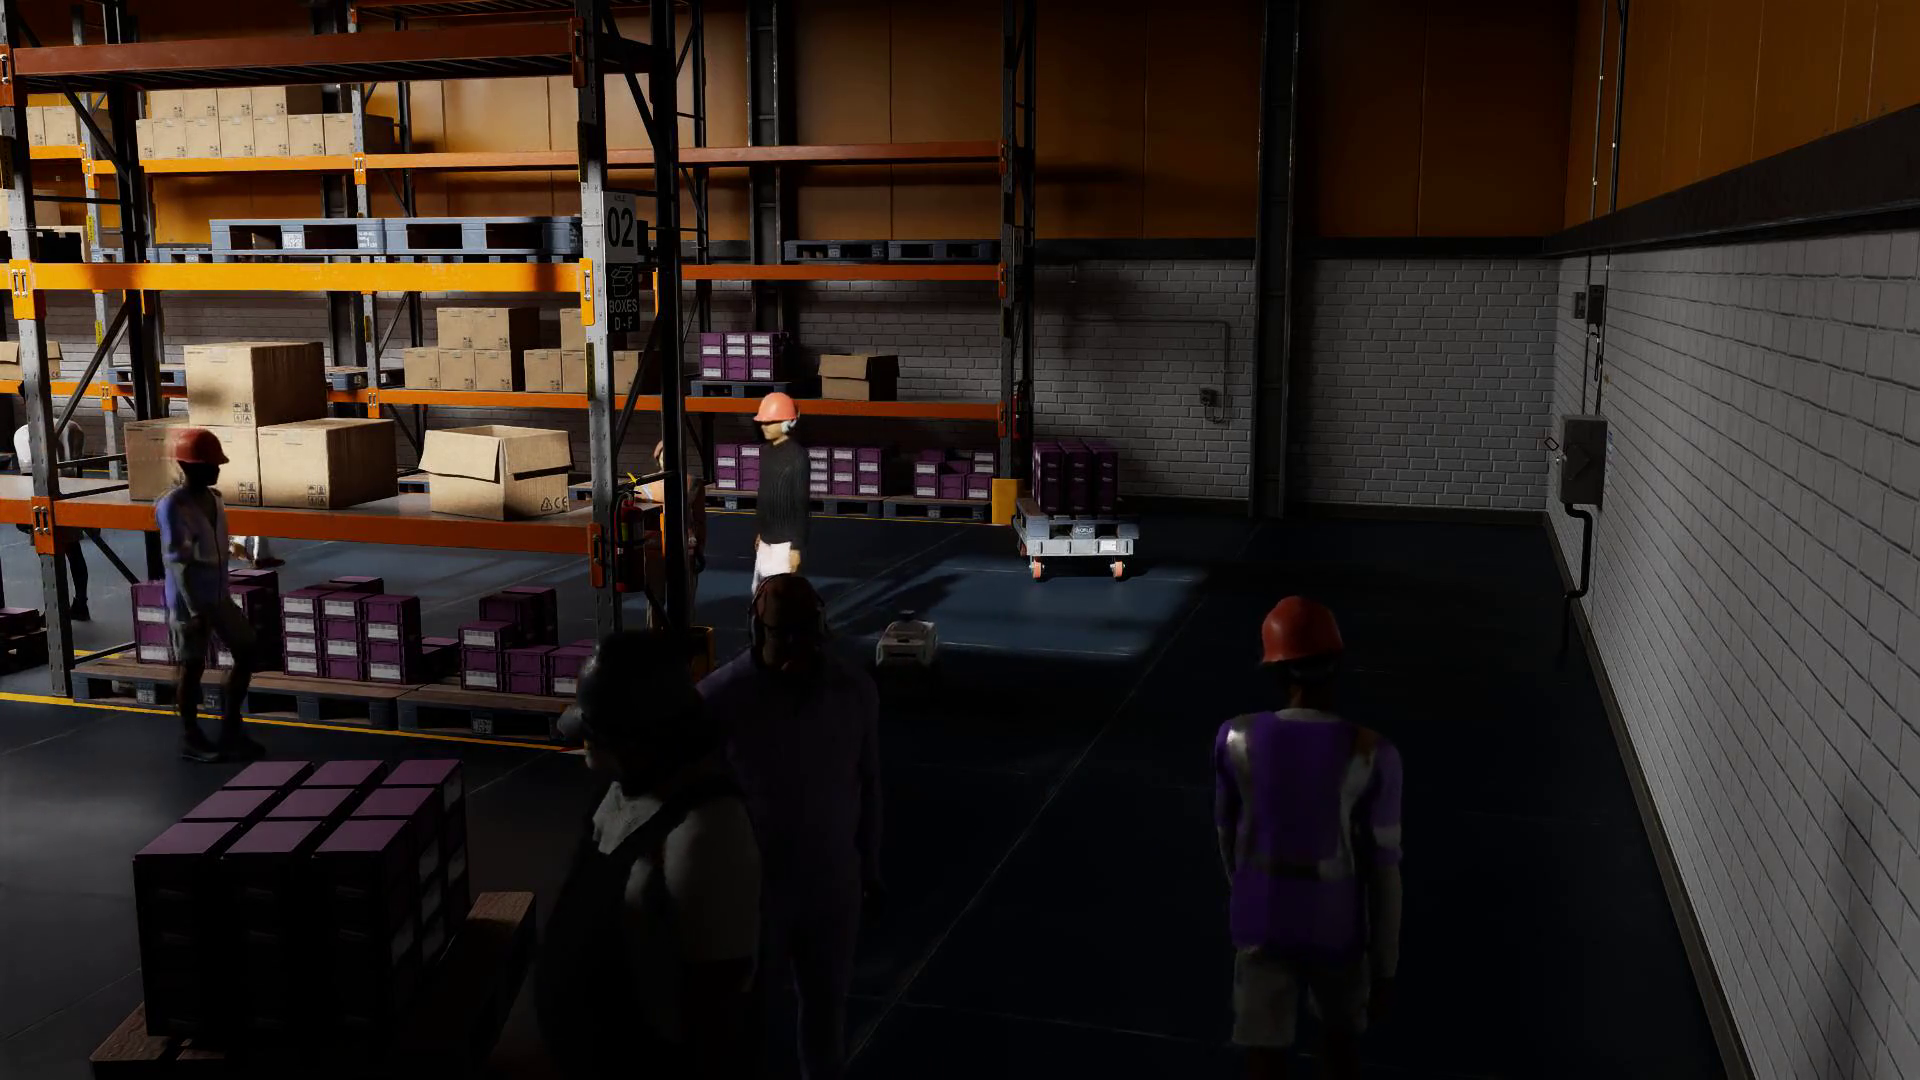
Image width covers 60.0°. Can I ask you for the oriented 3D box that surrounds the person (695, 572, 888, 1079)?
[{"bbox_3d":[-0.515,1.036,5.072,0.651,1.906,0.403,-4,10,-25],"label":"person"}]

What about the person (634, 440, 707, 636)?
[{"bbox_3d":[-2.014,0.106,11.557,0.512,1.638,0.307,-1,9,-9],"label":"person"}]

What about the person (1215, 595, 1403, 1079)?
[{"bbox_3d":[1.006,1.092,4.828,0.550,1.863,1.049,3,10,20],"label":"person"}]

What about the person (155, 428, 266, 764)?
[{"bbox_3d":[-4.198,0.331,9.332,0.583,1.913,0.551,2,10,15],"label":"person"}]

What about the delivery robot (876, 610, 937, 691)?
[{"bbox_3d":[-0.344,0.705,10.910,0.477,0.478,0.707,1,9,5],"label":"delivery robot"}]

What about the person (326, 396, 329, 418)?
[{"bbox_3d":[-6.767,-0.983,17.385,0.365,1.917,0.631,-2,10,-14],"label":"person"}]

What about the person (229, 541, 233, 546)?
[{"bbox_3d":[-7.354,-0.839,16.414,0.375,1.934,0.548,-4,10,-22],"label":"person"}]

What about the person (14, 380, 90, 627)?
[{"bbox_3d":[-7.124,-0.295,13.026,0.376,1.959,0.603,3,10,16],"label":"person"}]

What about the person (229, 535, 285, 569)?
[{"bbox_3d":[-6.550,-0.652,15.477,0.597,1.866,0.425,7,12,38],"label":"person"}]

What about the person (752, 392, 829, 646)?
[{"bbox_3d":[-1.206,-0.025,11.315,0.660,1.977,0.655,-5,11,-28],"label":"person"}]
